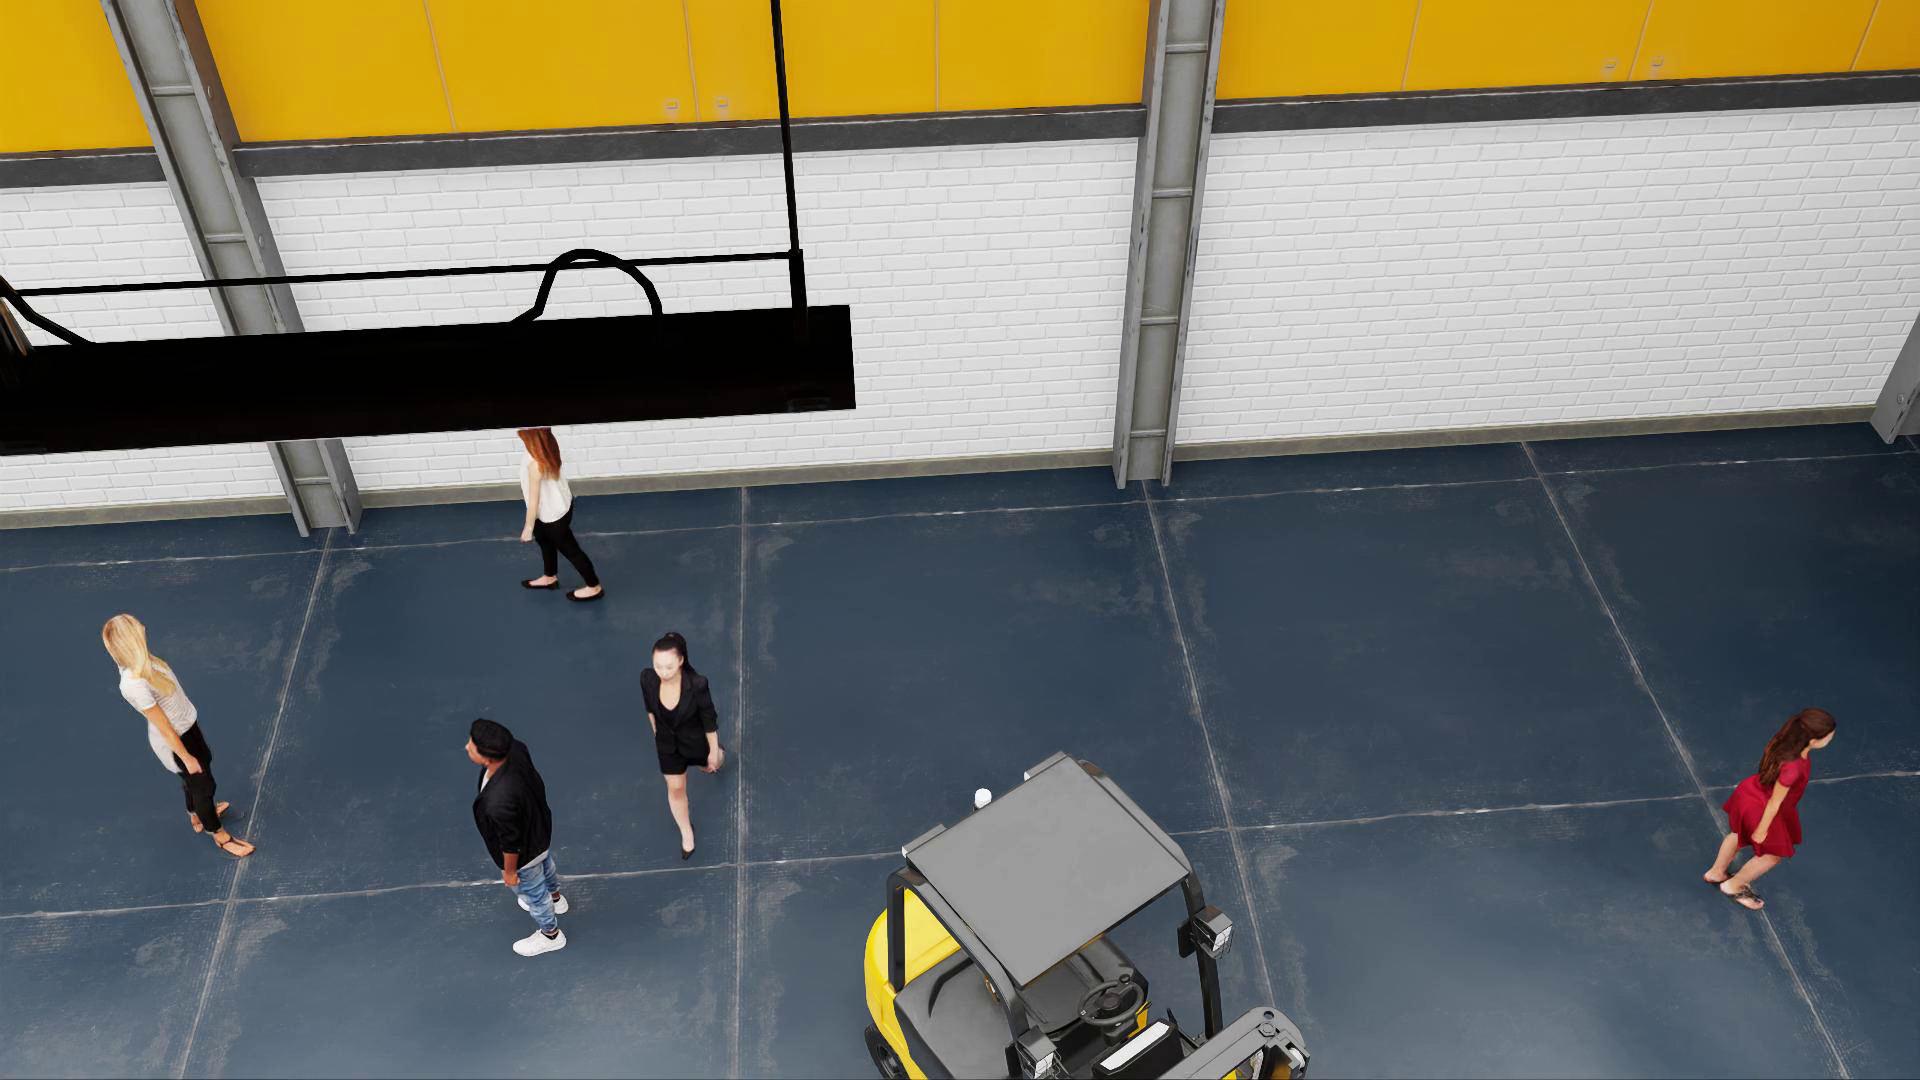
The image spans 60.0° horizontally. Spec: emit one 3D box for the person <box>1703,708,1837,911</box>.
[{"bbox_3d":[4.486,1.480,9.391,0.736,1.545,0.680,14,45,14],"label":"person"}]

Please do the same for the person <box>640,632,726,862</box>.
[{"bbox_3d":[-1.574,1.097,9.702,0.991,1.670,0.803,5,44,5],"label":"person"}]

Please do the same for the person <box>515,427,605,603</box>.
[{"bbox_3d":[-2.607,-0.200,11.041,0.785,1.701,0.568,-3,44,-3],"label":"person"}]

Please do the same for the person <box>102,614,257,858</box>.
[{"bbox_3d":[-4.512,1.149,9.544,0.689,1.813,0.723,-15,46,-16],"label":"person"}]

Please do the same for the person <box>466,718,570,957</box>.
[{"bbox_3d":[-2.395,1.600,9.070,0.578,1.813,0.684,-3,44,-3],"label":"person"}]
